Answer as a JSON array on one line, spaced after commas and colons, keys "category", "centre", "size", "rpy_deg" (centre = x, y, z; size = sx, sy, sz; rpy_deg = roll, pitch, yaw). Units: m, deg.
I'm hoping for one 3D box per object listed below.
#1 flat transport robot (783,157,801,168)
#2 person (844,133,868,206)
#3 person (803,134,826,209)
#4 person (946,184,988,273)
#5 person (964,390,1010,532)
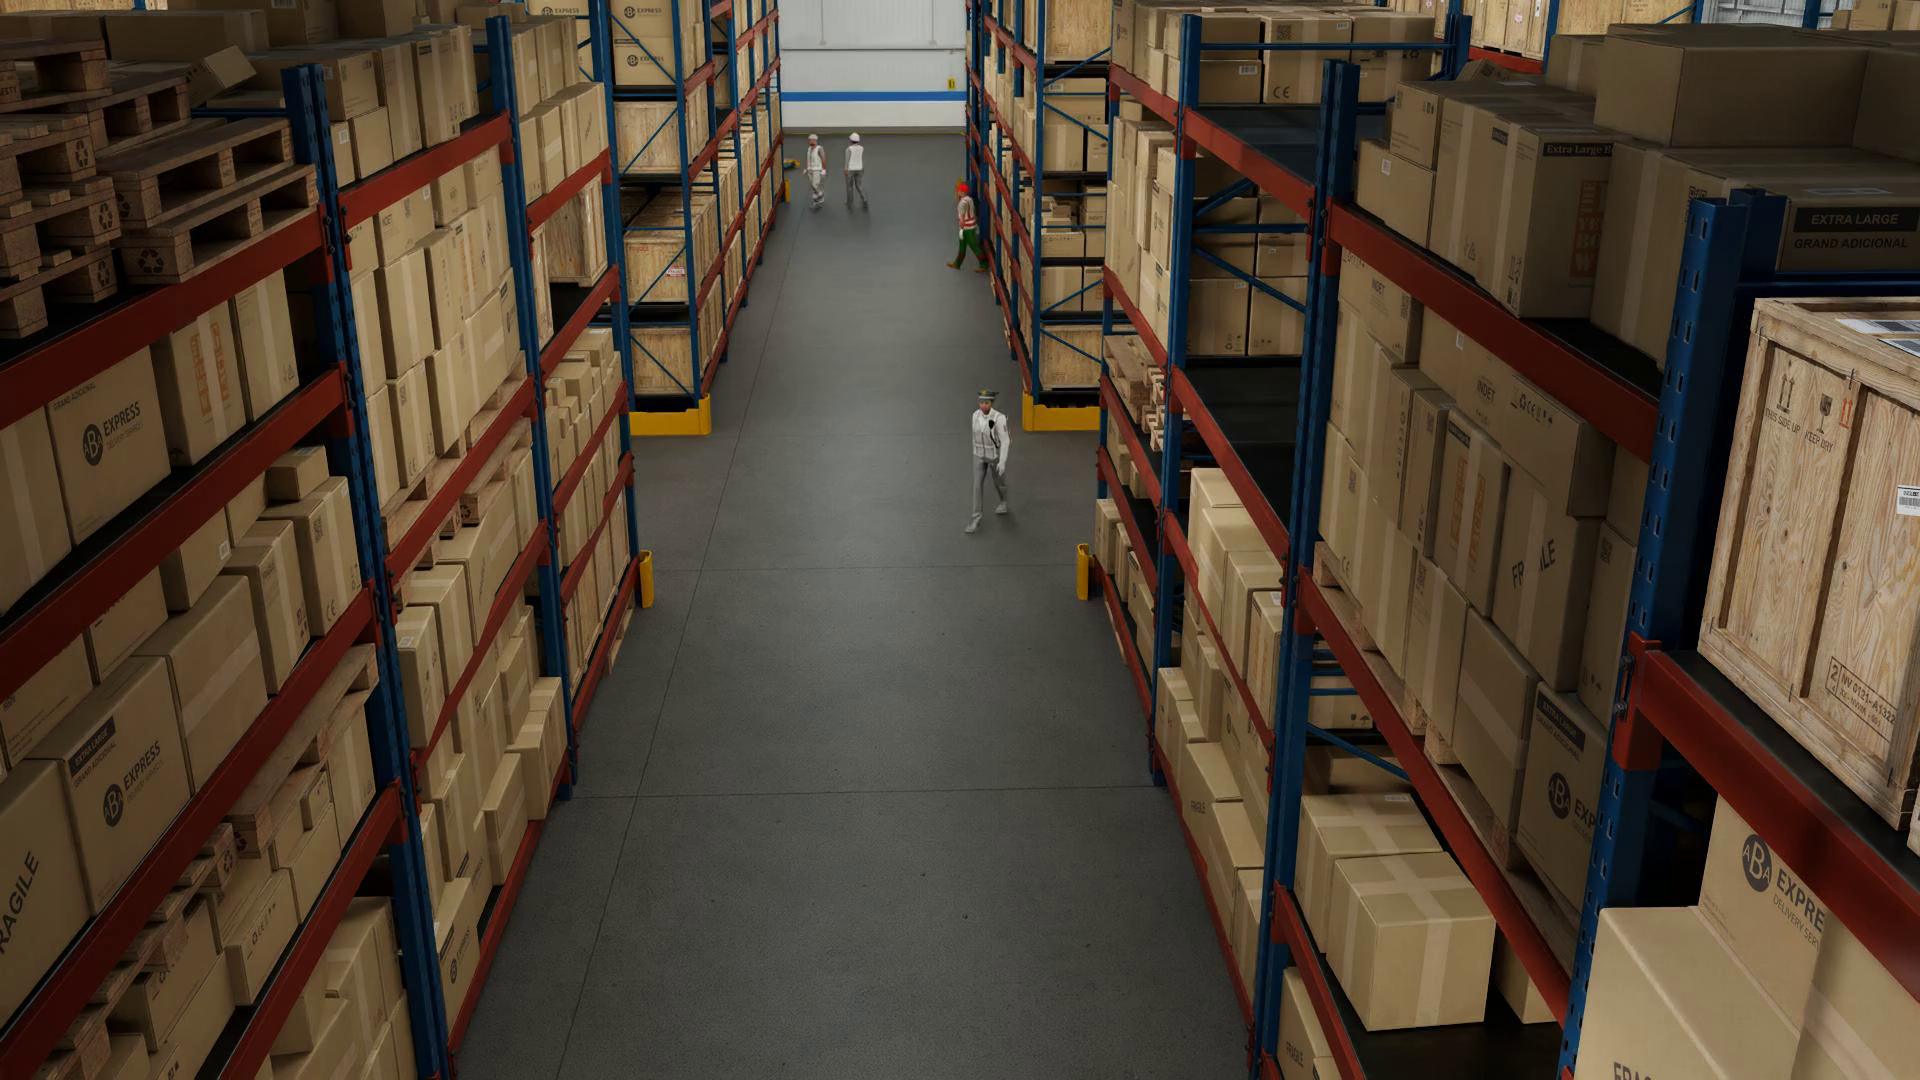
[{"category": "flat transport robot", "centre": [-5.200, -10.683, 47.347], "size": [0.659, 0.253, 1.431], "rpy_deg": [11, 23, 28]}, {"category": "person", "centre": [-2.602, -9.091, 40.840], "size": [0.556, 1.775, 0.640], "rpy_deg": [-12, 24, -29]}, {"category": "person", "centre": [-3.547, -8.938, 40.394], "size": [0.574, 1.778, 0.449], "rpy_deg": [16, 26, 36]}, {"category": "person", "centre": [0.130, -6.226, 33.218], "size": [0.976, 1.747, 0.591], "rpy_deg": [6, 21, 17]}, {"category": "person", "centre": [0.354, -0.981, 19.262], "size": [0.505, 1.630, 1.025], "rpy_deg": [8, 22, 20]}]
